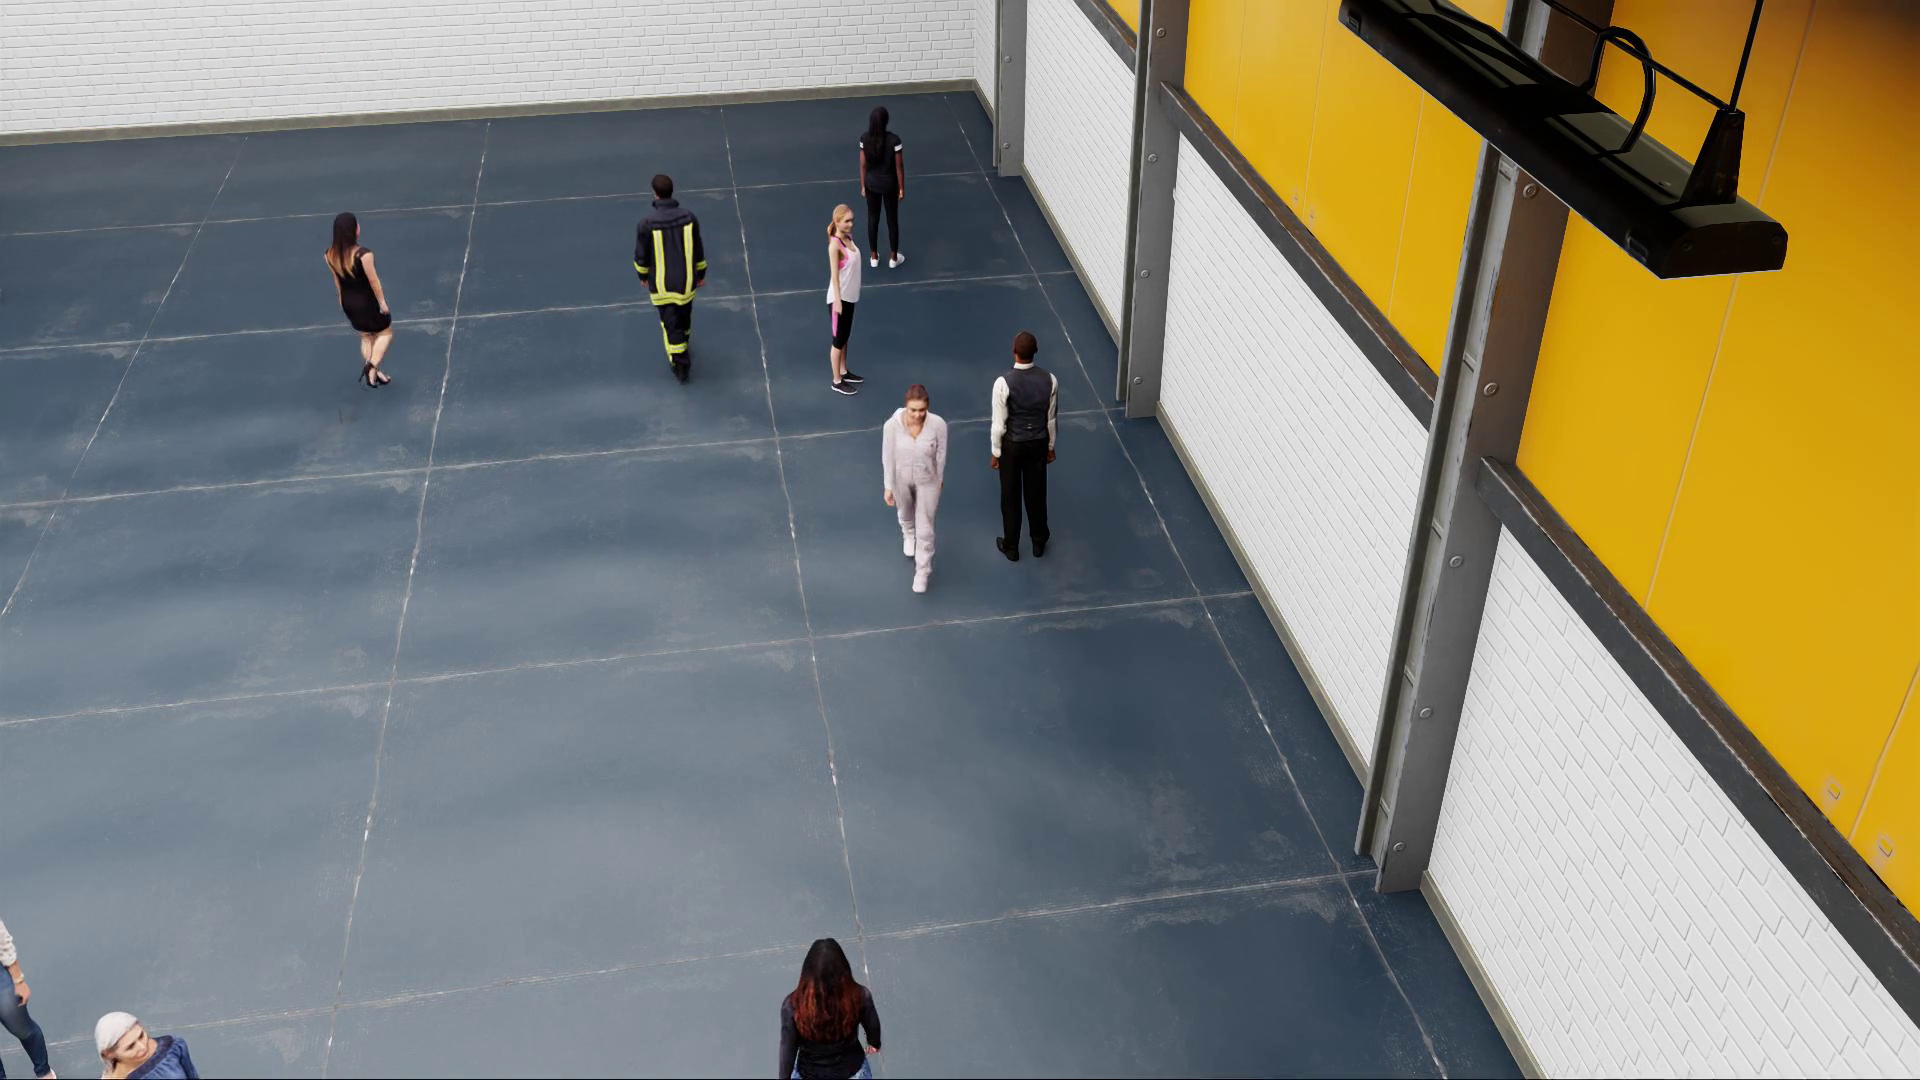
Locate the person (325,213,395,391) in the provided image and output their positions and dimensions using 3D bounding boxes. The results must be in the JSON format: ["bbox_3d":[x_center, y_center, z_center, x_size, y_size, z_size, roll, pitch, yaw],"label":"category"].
[{"bbox_3d":[-5.436,-2.095,15.044,0.846,1.702,0.905,11,35,16],"label":"person"}]

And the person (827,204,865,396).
[{"bbox_3d":[-1.077,-2.204,15.133,0.736,1.786,0.605,9,35,14],"label":"person"}]

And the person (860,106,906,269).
[{"bbox_3d":[-0.820,-3.707,17.446,0.680,1.729,0.661,6,34,8],"label":"person"}]

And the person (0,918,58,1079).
[{"bbox_3d":[-5.005,2.255,8.477,0.594,1.728,0.537,-10,35,-14],"label":"person"}]

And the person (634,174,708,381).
[{"bbox_3d":[-2.642,-2.395,15.330,0.984,1.885,1.204,-14,36,-20],"label":"person"}]

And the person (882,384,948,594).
[{"bbox_3d":[-0.347,-0.489,12.687,0.818,1.638,1.152,2,34,3],"label":"person"}]

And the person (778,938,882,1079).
[{"bbox_3d":[-0.610,2.621,8.028,0.680,1.614,0.891,-7,34,-10],"label":"person"}]

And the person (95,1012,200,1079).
[{"bbox_3d":[-3.683,2.786,7.707,0.761,1.695,0.708,23,40,30],"label":"person"}]

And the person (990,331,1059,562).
[{"bbox_3d":[0.486,-0.717,12.776,0.715,1.918,0.594,-9,35,-13],"label":"person"}]
